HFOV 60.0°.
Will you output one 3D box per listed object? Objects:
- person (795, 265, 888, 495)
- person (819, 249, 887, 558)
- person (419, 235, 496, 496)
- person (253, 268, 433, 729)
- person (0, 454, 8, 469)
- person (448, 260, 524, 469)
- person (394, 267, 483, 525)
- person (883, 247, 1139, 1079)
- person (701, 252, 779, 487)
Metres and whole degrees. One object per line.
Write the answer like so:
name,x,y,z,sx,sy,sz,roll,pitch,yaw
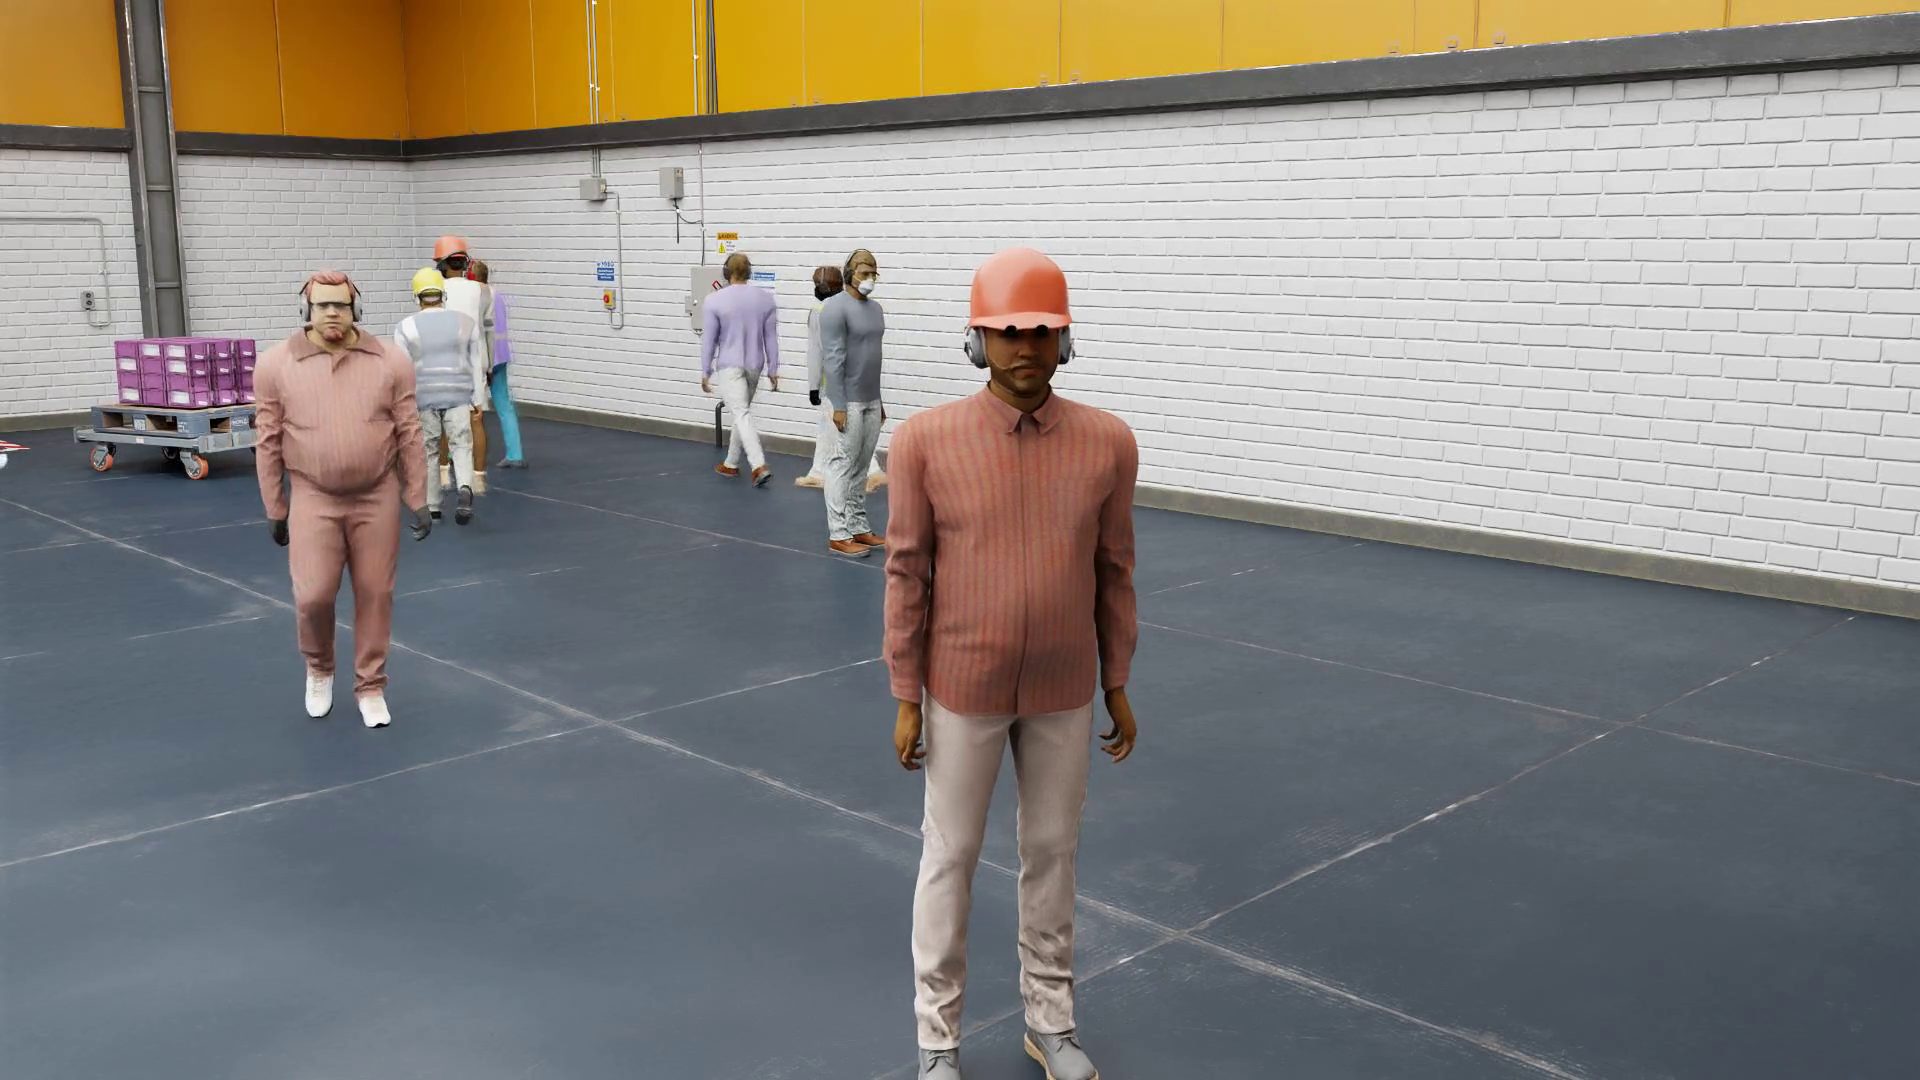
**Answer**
person,-0.935,-1.256,13.083,0.931,1.802,0.628,6,12,28
person,-0.657,-0.871,10.585,0.376,1.936,0.627,5,12,25
person,-3.964,-1.366,13.083,0.614,2.016,0.831,-7,12,-32
person,-2.519,-0.164,6.839,0.655,1.891,0.431,-5,12,-25
person,-8.238,-1.372,13.586,0.554,1.830,0.913,0,10,0
person,-4.204,-1.514,14.438,0.947,1.794,0.599,4,11,22
person,-3.589,-0.979,11.522,0.594,1.809,0.718,-5,11,-25
person,0.128,0.333,3.848,0.612,1.995,0.393,-3,11,-14
person,-1.772,-1.391,13.538,0.637,1.898,1.025,-7,13,-34
